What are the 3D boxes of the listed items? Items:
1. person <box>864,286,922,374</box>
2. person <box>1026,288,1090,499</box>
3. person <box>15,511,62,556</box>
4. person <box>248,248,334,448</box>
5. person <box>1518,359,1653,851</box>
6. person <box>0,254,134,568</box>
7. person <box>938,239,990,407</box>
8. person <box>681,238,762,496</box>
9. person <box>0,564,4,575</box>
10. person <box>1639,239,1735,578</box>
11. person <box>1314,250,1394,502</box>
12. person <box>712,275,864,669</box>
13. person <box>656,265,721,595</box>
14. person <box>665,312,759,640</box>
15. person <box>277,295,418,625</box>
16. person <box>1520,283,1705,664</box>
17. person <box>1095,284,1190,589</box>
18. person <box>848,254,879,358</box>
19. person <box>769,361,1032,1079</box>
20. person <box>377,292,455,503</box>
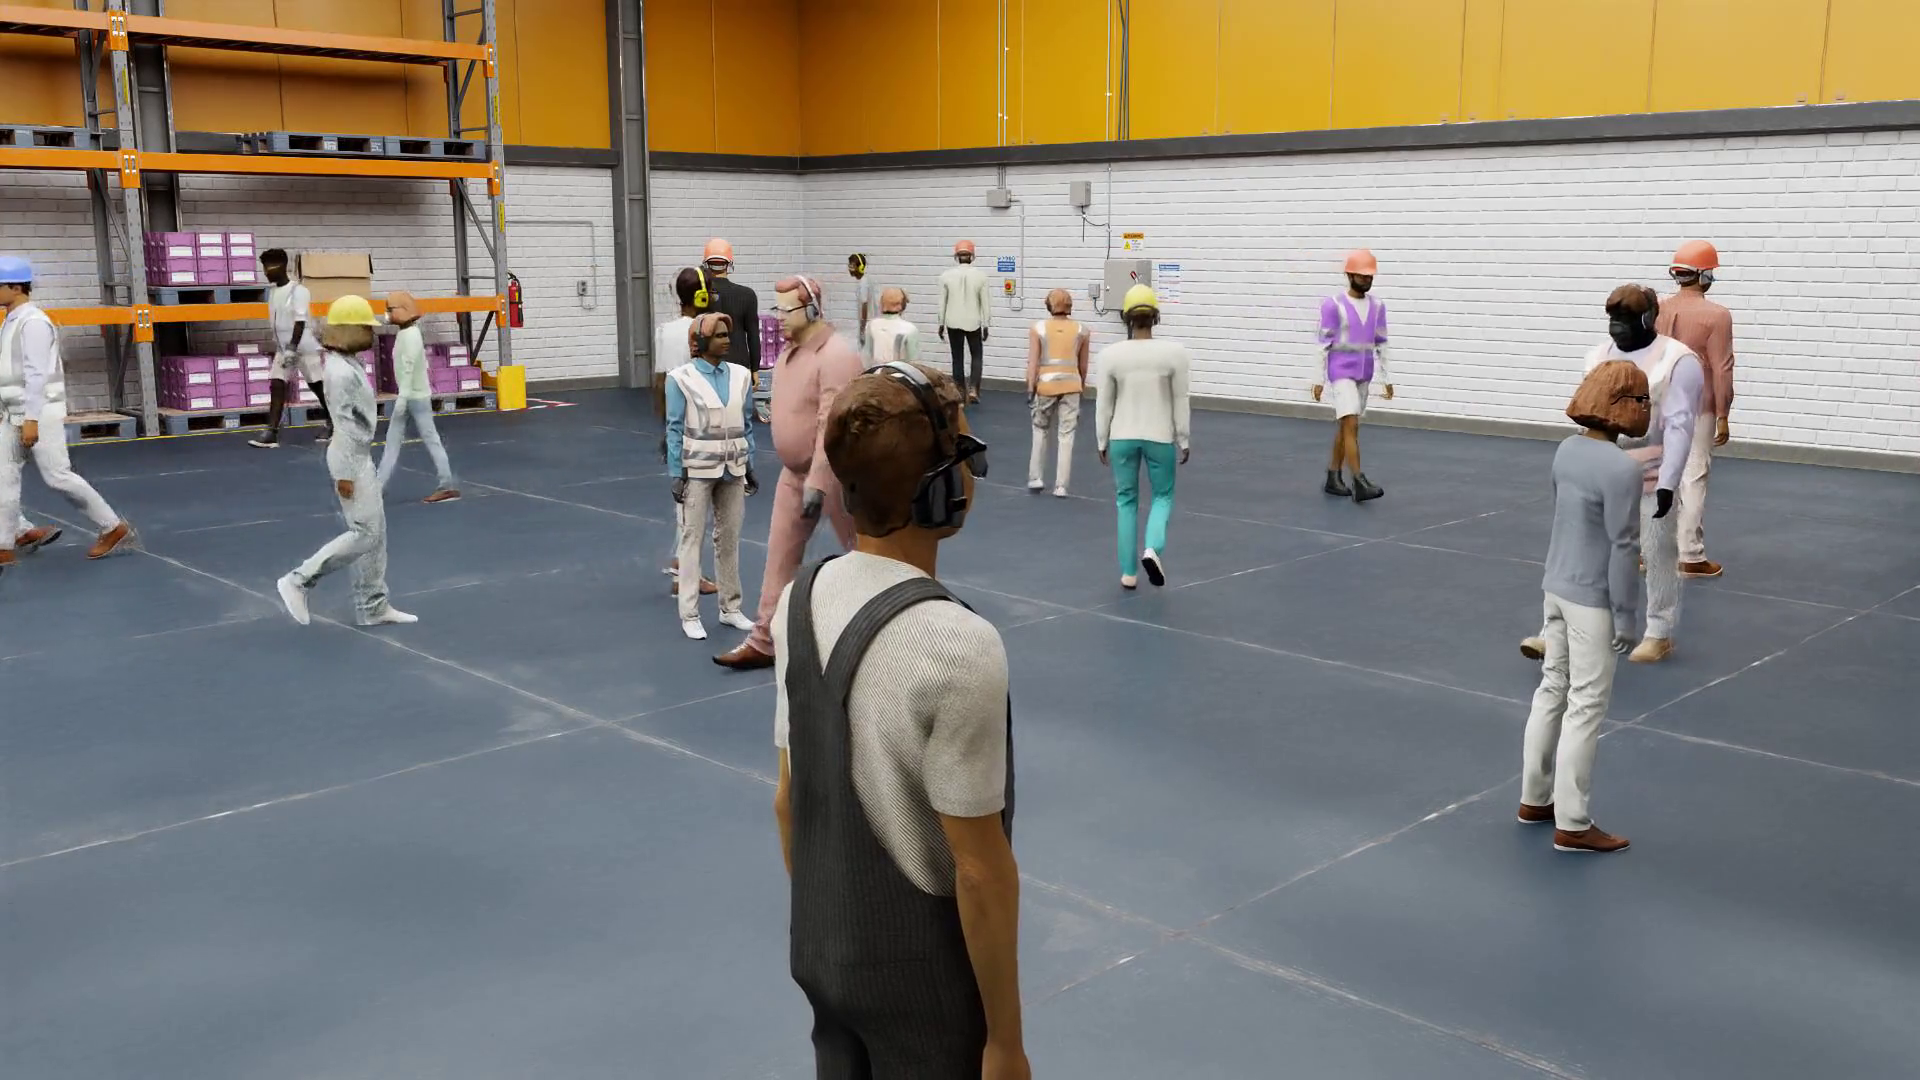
[{"bbox_3d":[-0.506,-1.171,13.051,0.546,1.620,0.378,7,13,34],"label":"person"},{"bbox_3d":[0.746,-1.151,12.985,0.516,1.614,0.682,-1,10,-6],"label":"person"},{"bbox_3d":[-6.225,-0.793,10.293,1.028,1.877,0.671,0,10,-1],"label":"person"},{"bbox_3d":[-6.443,-1.852,16.043,0.601,1.901,1.026,6,12,29],"label":"person"},{"bbox_3d":[2.094,0.213,5.527,0.288,1.625,0.497,-1,10,-7],"label":"person"},{"bbox_3d":[-5.632,-0.780,10.154,0.613,1.914,0.924,9,14,41],"label":"person"},{"bbox_3d":[0.045,-2.550,19.611,0.625,1.977,0.432,1,10,3],"label":"person"},{"bbox_3d":[-1.843,-1.322,12.880,0.609,1.995,0.376,-2,11,-12],"label":"person"},{"bbox_3d":[-5.750,-0.547,8.947,0.902,1.897,0.595,0,10,0],"label":"person"},{"bbox_3d":[4.308,-0.774,9.883,0.375,1.997,0.612,-6,12,-30],"label":"person"},{"bbox_3d":[3.072,-1.237,12.660,0.575,1.900,0.900,-5,11,-24],"label":"person"},{"bbox_3d":[-0.660,-0.316,7.821,1.037,1.850,0.649,-8,13,-38],"label":"person"},{"bbox_3d":[-1.442,-0.594,9.302,0.433,1.854,0.519,-7,12,-33],"label":"person"},{"bbox_3d":[-1.252,-0.328,8.420,0.523,1.642,0.306,-9,14,-41],"label":"person"},{"bbox_3d":[-3.154,-0.380,8.488,0.579,1.729,0.488,-3,11,-16],"label":"person"},{"bbox_3d":[3.065,-0.276,7.706,0.944,1.791,0.642,-8,13,-35],"label":"person"},{"bbox_3d":[1.031,-0.572,9.446,0.540,1.750,0.416,2,11,10],"label":"person"},{"bbox_3d":[-1.140,-2.685,20.874,0.950,1.803,0.563,-2,11,-10],"label":"person"},{"bbox_3d":[-0.075,0.659,2.484,0.342,1.846,0.509,-8,13,-39],"label":"person"},{"bbox_3d":[-4.216,-1.051,12.465,0.817,1.589,0.526,-6,12,-28],"label":"person"}]
